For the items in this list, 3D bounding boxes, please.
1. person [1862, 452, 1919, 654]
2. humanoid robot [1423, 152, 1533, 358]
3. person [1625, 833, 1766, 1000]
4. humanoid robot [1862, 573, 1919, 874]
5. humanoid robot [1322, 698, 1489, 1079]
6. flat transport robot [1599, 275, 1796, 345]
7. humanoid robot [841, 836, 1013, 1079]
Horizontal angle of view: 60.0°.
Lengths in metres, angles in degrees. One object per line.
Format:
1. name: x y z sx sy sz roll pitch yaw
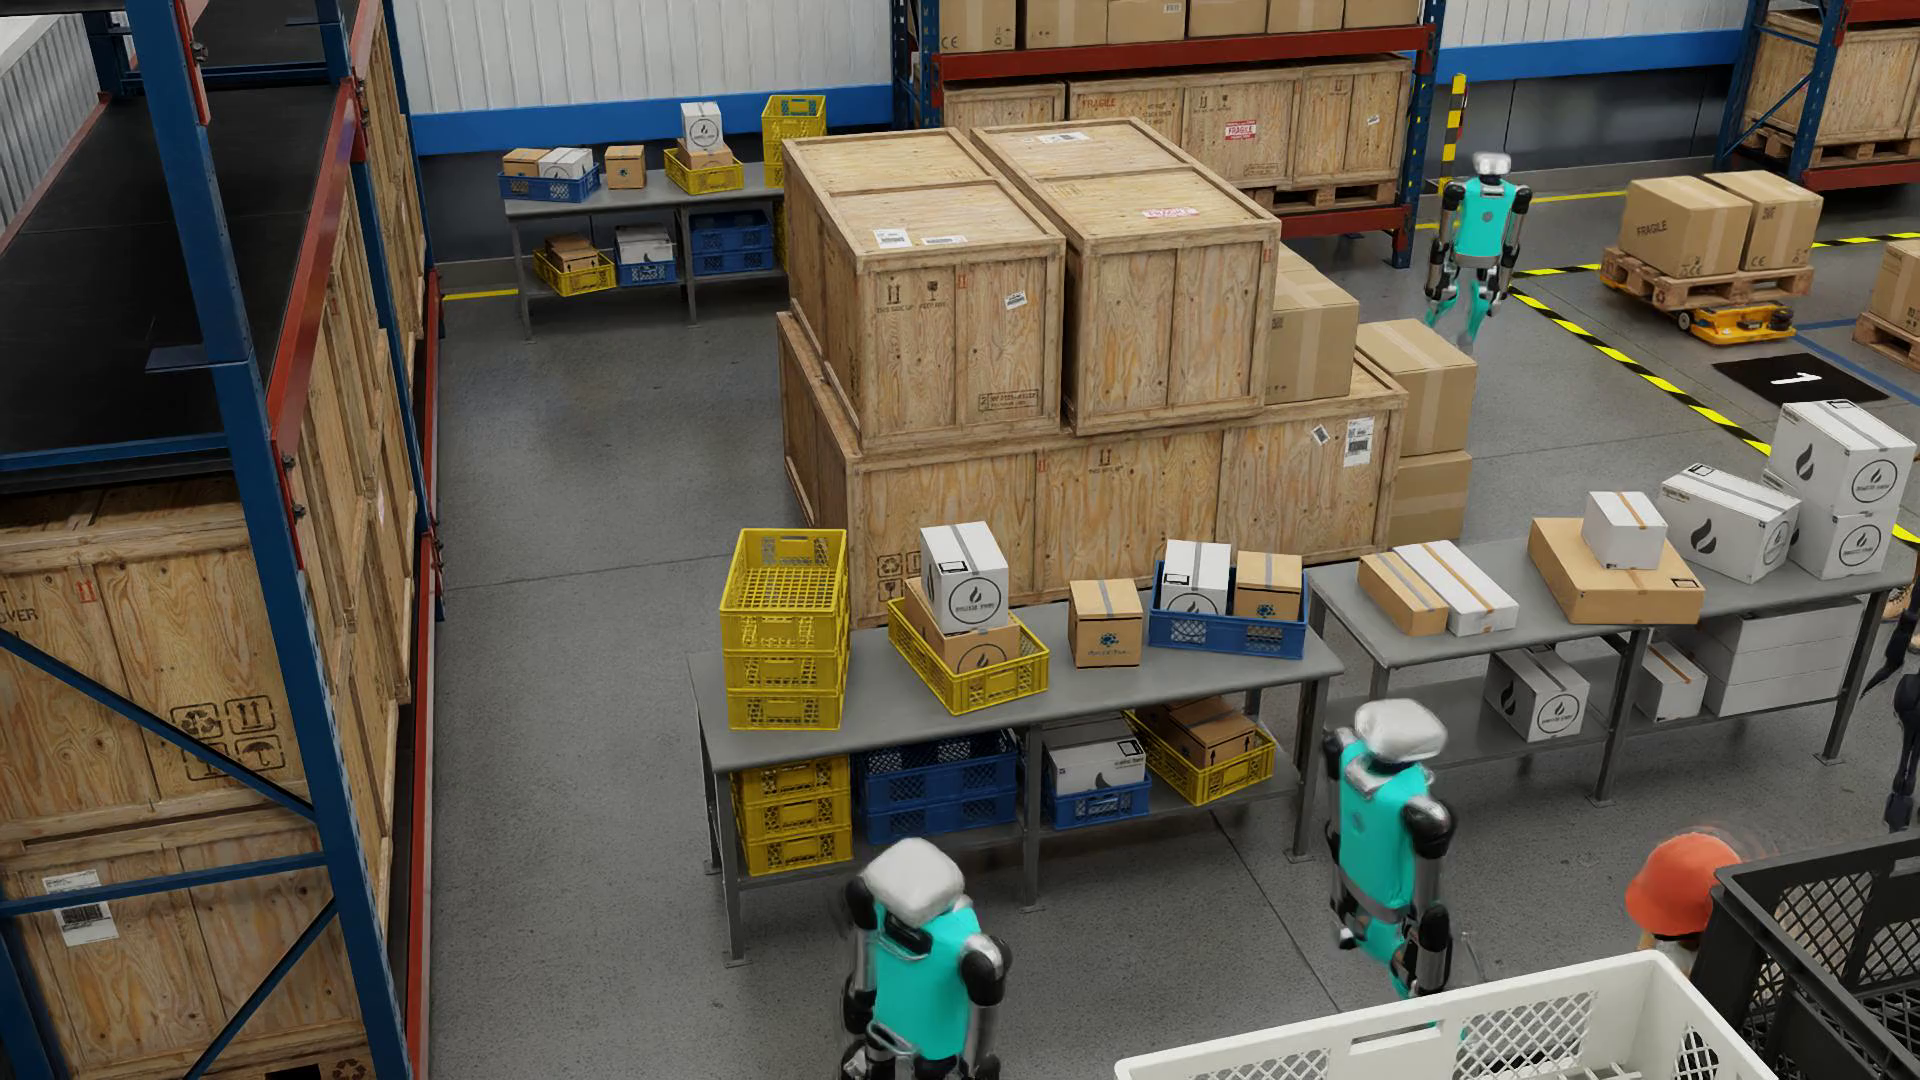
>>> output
1. person: 4.875 -0.401 8.008 0.371 2.040 0.614 -6 29 -10
2. humanoid robot: 3.193 -1.595 10.611 0.540 1.897 0.725 1 29 3
3. person: 1.970 1.541 4.653 0.866 1.866 0.555 -2 29 -4
4. humanoid robot: 3.994 0.572 6.673 0.599 1.623 0.794 14 32 24
5. humanoid robot: 1.496 1.259 5.350 0.706 1.830 0.543 -13 31 -22
6. flat transport robot: 5.481 -1.822 12.395 0.652 0.197 1.431 -7 30 -13
7. humanoid robot: -0.307 1.719 4.522 0.547 1.815 0.911 23 36 36
